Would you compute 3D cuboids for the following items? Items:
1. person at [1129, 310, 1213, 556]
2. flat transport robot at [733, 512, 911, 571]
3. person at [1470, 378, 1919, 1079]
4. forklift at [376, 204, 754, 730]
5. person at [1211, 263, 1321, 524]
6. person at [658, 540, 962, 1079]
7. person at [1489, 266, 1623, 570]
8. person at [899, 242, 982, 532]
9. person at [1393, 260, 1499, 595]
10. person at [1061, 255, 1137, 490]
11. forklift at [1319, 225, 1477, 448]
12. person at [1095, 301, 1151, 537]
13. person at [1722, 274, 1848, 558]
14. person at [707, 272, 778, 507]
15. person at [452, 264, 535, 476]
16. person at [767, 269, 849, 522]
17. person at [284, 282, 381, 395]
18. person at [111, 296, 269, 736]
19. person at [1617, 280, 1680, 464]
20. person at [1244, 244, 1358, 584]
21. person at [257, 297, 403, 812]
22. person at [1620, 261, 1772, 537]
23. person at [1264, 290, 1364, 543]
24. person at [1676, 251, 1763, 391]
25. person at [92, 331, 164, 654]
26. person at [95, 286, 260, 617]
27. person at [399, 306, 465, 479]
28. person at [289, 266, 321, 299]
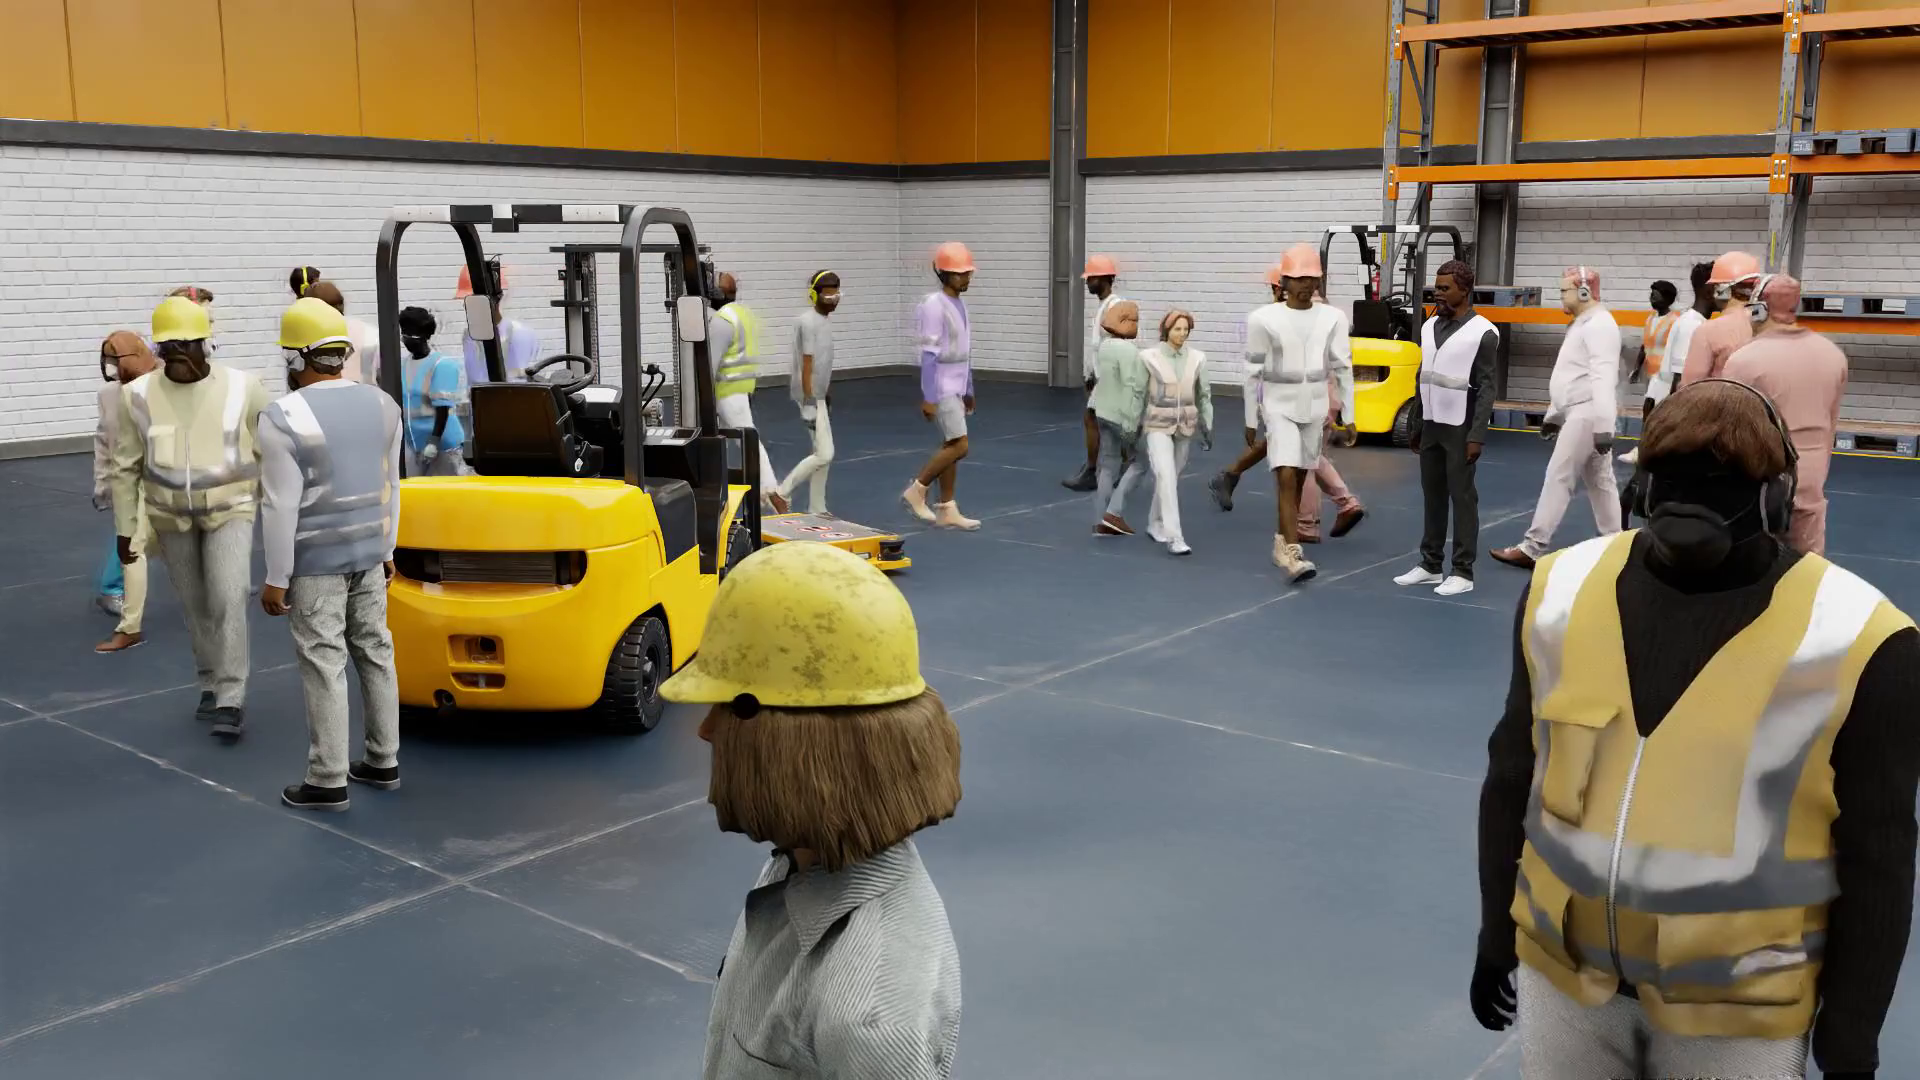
[{"bbox_3d":[1.398,-0.719,10.936,0.530,1.579,0.878,-3,11,-18],"label":"person"},{"bbox_3d":[-0.974,0.012,10.537,0.652,0.197,1.431,-7,12,-35],"label":"flat transport robot"},{"bbox_3d":[1.096,0.674,2.576,0.459,1.845,0.635,-10,14,-44],"label":"person"},{"bbox_3d":[-1.766,-0.406,7.525,1.214,2.155,2.313,1,10,7],"label":"forklift"},{"bbox_3d":[2.242,-1.087,12.144,0.924,1.897,0.545,9,13,40],"label":"person"},{"bbox_3d":[-0.147,0.860,1.758,0.294,1.744,0.487,-2,11,-13],"label":"person"},{"bbox_3d":[3.733,-0.739,10.266,0.902,1.863,0.670,3,11,17],"label":"person"},{"bbox_3d":[-0.091,-1.047,11.550,0.494,2.026,0.633,3,11,15],"label":"person"},{"bbox_3d":[2.844,-0.647,9.633,0.392,1.917,0.591,-5,11,-26],"label":"person"},{"bbox_3d":[1.108,-1.348,13.520,0.798,1.906,0.583,-1,10,-5],"label":"person"},{"bbox_3d":[4.449,-2.115,16.993,1.214,2.155,2.313,8,13,38],"label":"forklift"},{"bbox_3d":[1.097,-0.815,11.343,0.340,1.619,0.517,-4,11,-22],"label":"person"},{"bbox_3d":[3.686,-0.267,7.625,0.682,1.901,0.395,-3,11,-17],"label":"person"},{"bbox_3d":[-1.806,-1.135,12.686,0.954,1.796,0.635,1,10,3],"label":"person"},{"bbox_3d":[-2.655,-0.617,9.491,0.540,1.913,0.519,5,12,28],"label":"person"},{"bbox_3d":[-1.045,-0.972,11.660,0.523,1.838,0.673,2,10,11],"label":"person"},{"bbox_3d":[-3.870,-0.723,10.452,0.662,1.776,0.992,-4,11,-23],"label":"person"},{"bbox_3d":[-3.148,-0.084,6.818,0.631,1.795,0.819,-2,10,-10],"label":"person"},{"bbox_3d":[6.284,-1.513,15.121,0.771,1.669,0.540,0,10,-1],"label":"person"},{"bbox_3d":[2.048,-0.739,9.895,0.632,1.997,1.002,-1,10,-8],"label":"person"},{"bbox_3d":[-2.264,0.055,5.973,0.404,1.833,0.590,5,11,27],"label":"person"},{"bbox_3d":[4.738,-0.848,10.792,1.045,1.903,0.611,3,11,15],"label":"person"},{"bbox_3d":[2.345,-0.882,11.063,0.502,1.878,0.687,8,13,38],"label":"person"},{"bbox_3d":[4.157,-0.581,9.123,0.623,1.971,0.662,-5,11,-25],"label":"person"},{"bbox_3d":[-4.127,-0.284,8.511,0.484,1.589,0.845,6,12,30],"label":"person"},{"bbox_3d":[-4.419,-0.499,9.193,0.787,1.797,0.634,-2,10,-9],"label":"person"},{"bbox_3d":[-3.164,-0.585,10.016,0.525,1.653,0.832,6,12,30],"label":"person"},{"bbox_3d":[-5.165,-1.221,13.034,0.879,1.841,0.529,-6,12,-31],"label":"person"}]
